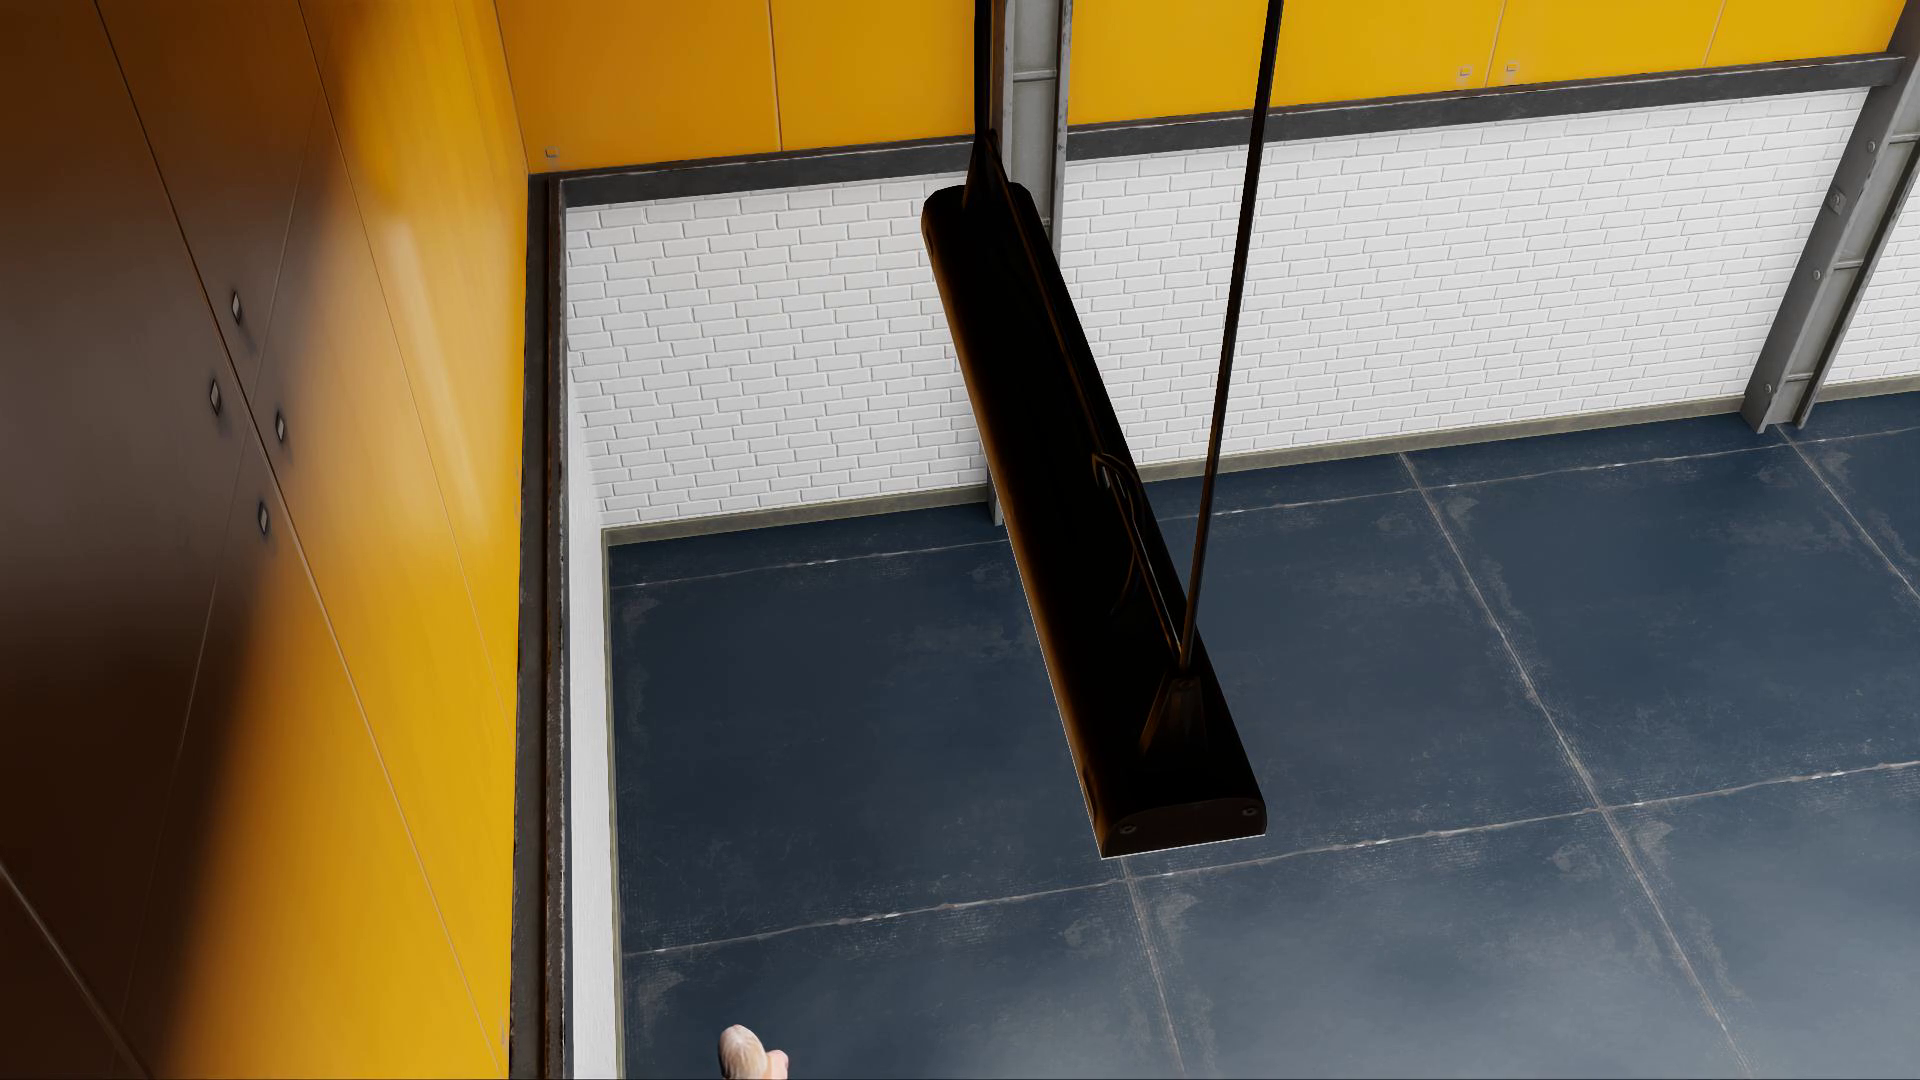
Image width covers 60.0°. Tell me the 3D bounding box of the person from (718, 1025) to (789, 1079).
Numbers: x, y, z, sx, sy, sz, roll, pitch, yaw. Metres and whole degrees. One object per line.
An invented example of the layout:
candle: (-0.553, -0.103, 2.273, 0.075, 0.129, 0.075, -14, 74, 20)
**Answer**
person: (-0.953, 2.782, 7.807, 0.734, 1.725, 0.670, 27, 50, 25)
